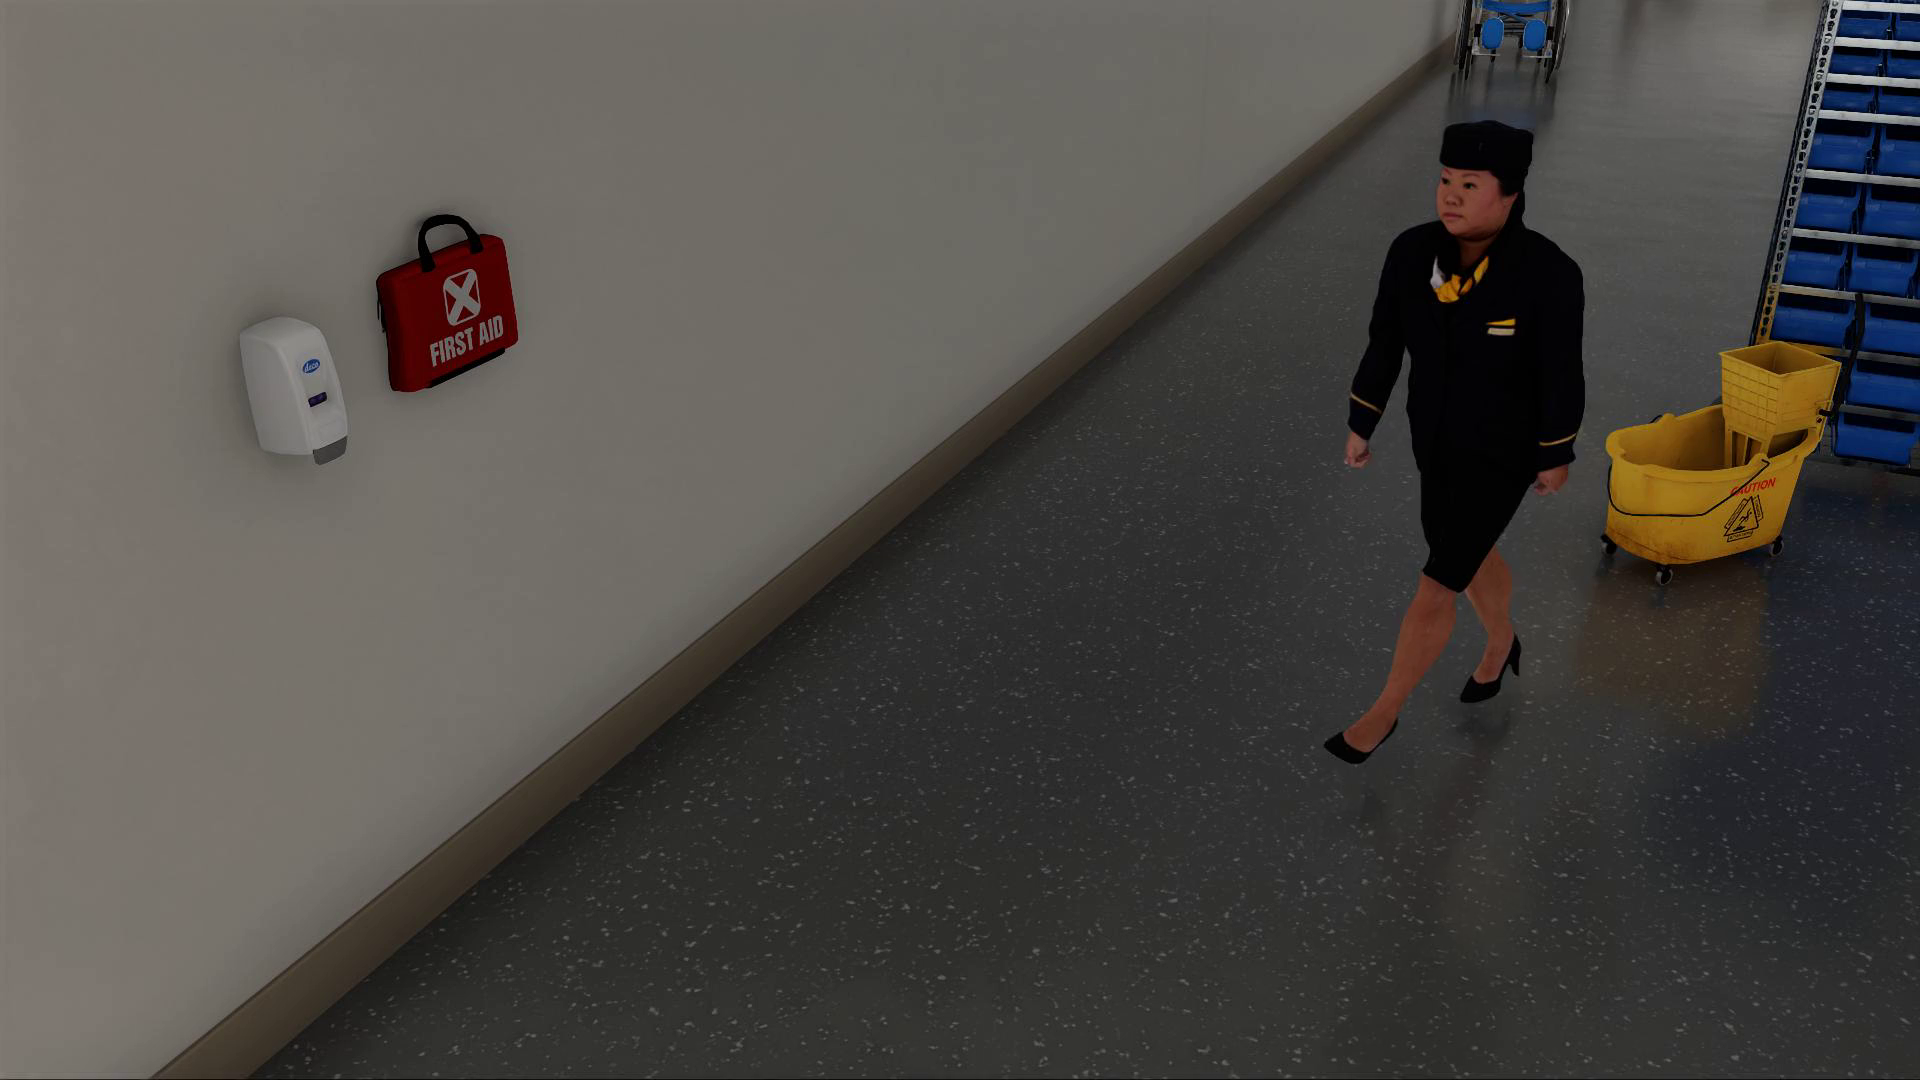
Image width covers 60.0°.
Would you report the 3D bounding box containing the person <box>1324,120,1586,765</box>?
[{"bbox_3d":[1.355,-0.223,4.258,1.068,1.619,1.131,-18,31,-33],"label":"person"}]
